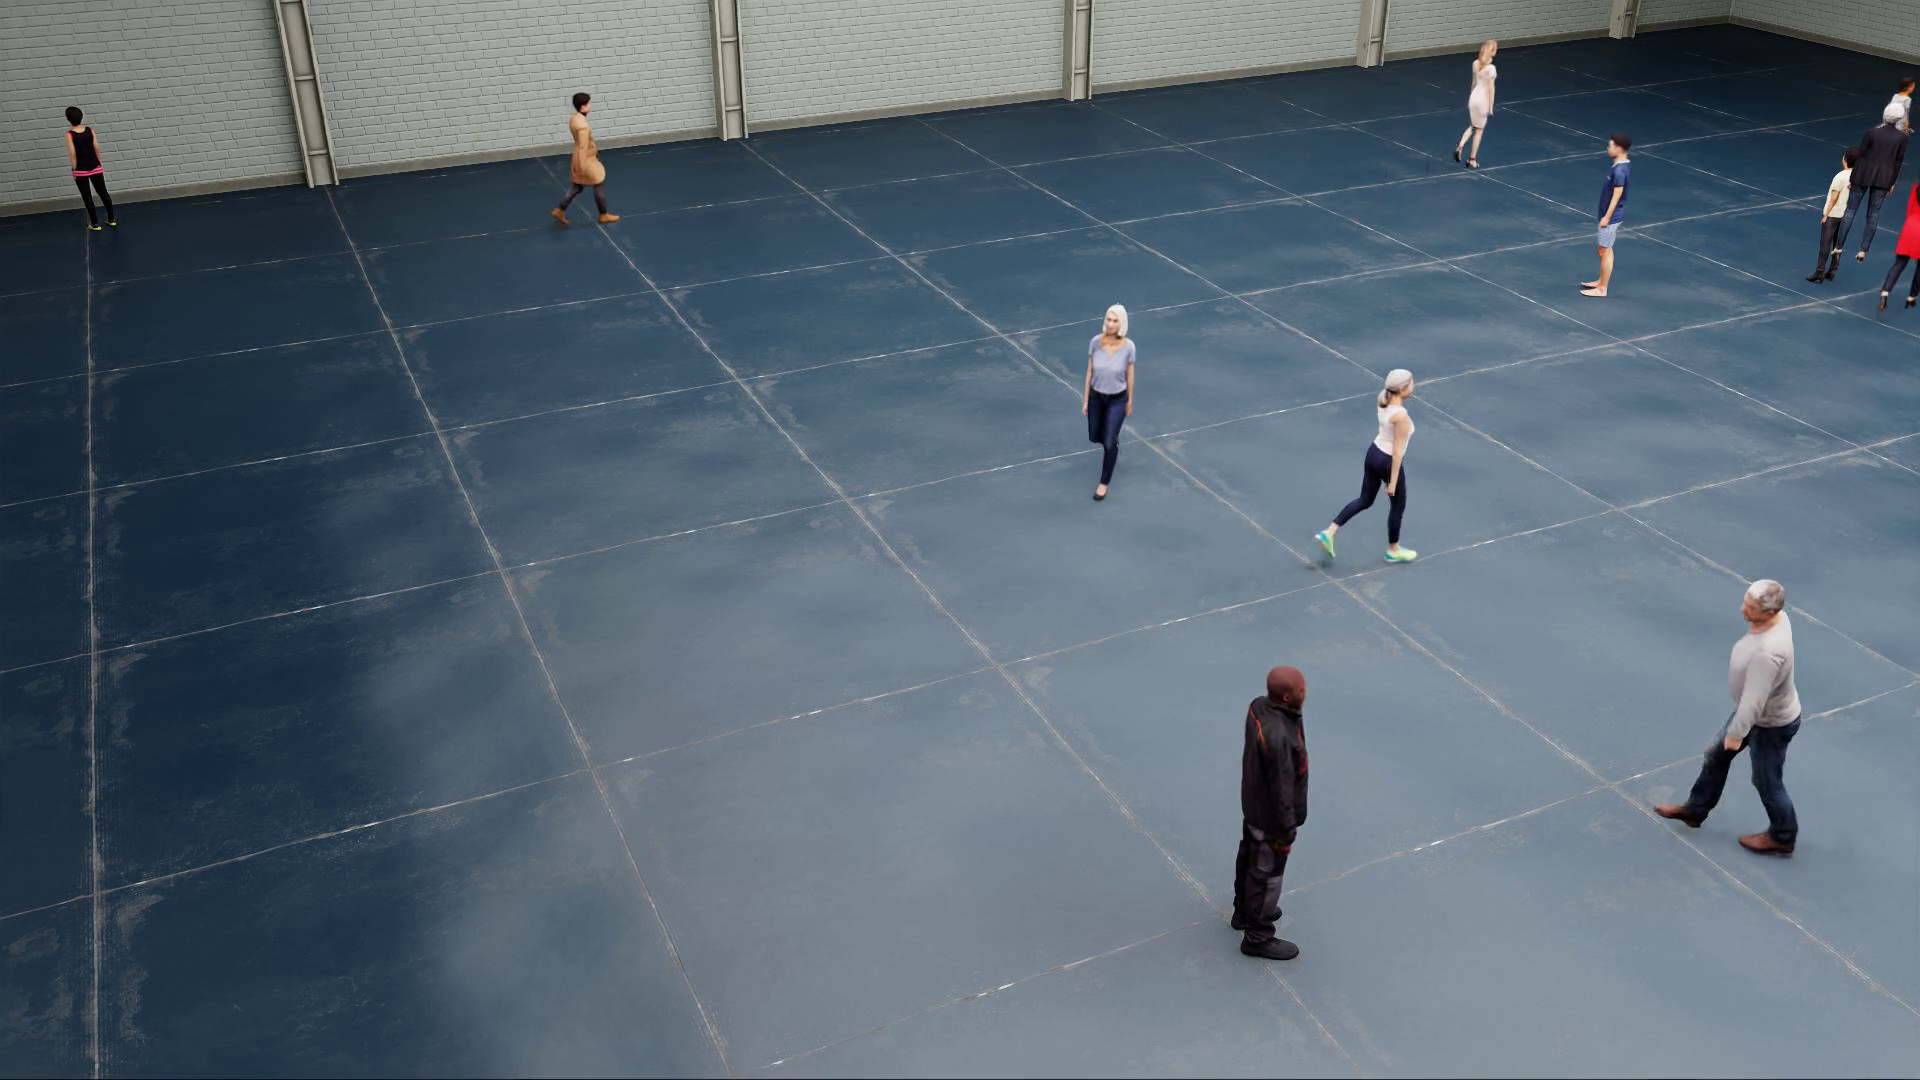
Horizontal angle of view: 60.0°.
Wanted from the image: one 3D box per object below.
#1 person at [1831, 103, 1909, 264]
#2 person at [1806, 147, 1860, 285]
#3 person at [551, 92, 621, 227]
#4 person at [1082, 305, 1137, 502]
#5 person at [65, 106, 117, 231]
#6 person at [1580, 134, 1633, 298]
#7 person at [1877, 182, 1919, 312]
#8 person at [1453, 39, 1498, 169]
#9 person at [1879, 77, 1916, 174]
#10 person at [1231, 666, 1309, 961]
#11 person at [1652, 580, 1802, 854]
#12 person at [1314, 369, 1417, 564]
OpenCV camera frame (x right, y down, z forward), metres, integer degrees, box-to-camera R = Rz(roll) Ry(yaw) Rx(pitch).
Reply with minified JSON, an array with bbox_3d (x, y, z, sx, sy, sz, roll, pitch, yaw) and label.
[{"bbox_3d":[9.941,-3.935,18.212,0.821,1.782,0.788,10,30,18],"label":"person"},{"bbox_3d":[10.191,-3.771,19.301,0.430,1.587,0.664,-10,30,-18],"label":"person"},{"bbox_3d":[-4.865,-4.805,21.128,1.132,1.694,0.726,-17,33,-29],"label":"person"},{"bbox_3d":[1.305,-1.239,14.418,0.931,1.706,1.024,12,30,21],"label":"person"},{"bbox_3d":[-11.110,-4.741,21.160,0.685,1.552,0.582,18,33,31],"label":"person"},{"bbox_3d":[7.394,-3.690,18.877,0.771,1.842,0.698,12,30,21],"label":"person"},{"bbox_3d":[10.480,-3.300,18.275,1.086,1.719,0.785,-22,35,-36],"label":"person"},{"bbox_3d":[7.266,-6.135,23.493,0.689,1.819,0.585,-12,30,-22],"label":"person"},{"bbox_3d":[13.002,-5.775,23.224,0.896,1.437,0.661,-9,29,-17],"label":"person"},{"bbox_3d":[1.698,1.476,9.199,0.724,1.821,0.770,-3,28,-5],"label":"person"},{"bbox_3d":[4.872,1.075,9.917,1.211,1.854,1.134,11,30,20],"label":"person"},{"bbox_3d":[3.273,-0.556,13.165,1.138,1.680,0.749,-7,29,-12],"label":"person"}]
